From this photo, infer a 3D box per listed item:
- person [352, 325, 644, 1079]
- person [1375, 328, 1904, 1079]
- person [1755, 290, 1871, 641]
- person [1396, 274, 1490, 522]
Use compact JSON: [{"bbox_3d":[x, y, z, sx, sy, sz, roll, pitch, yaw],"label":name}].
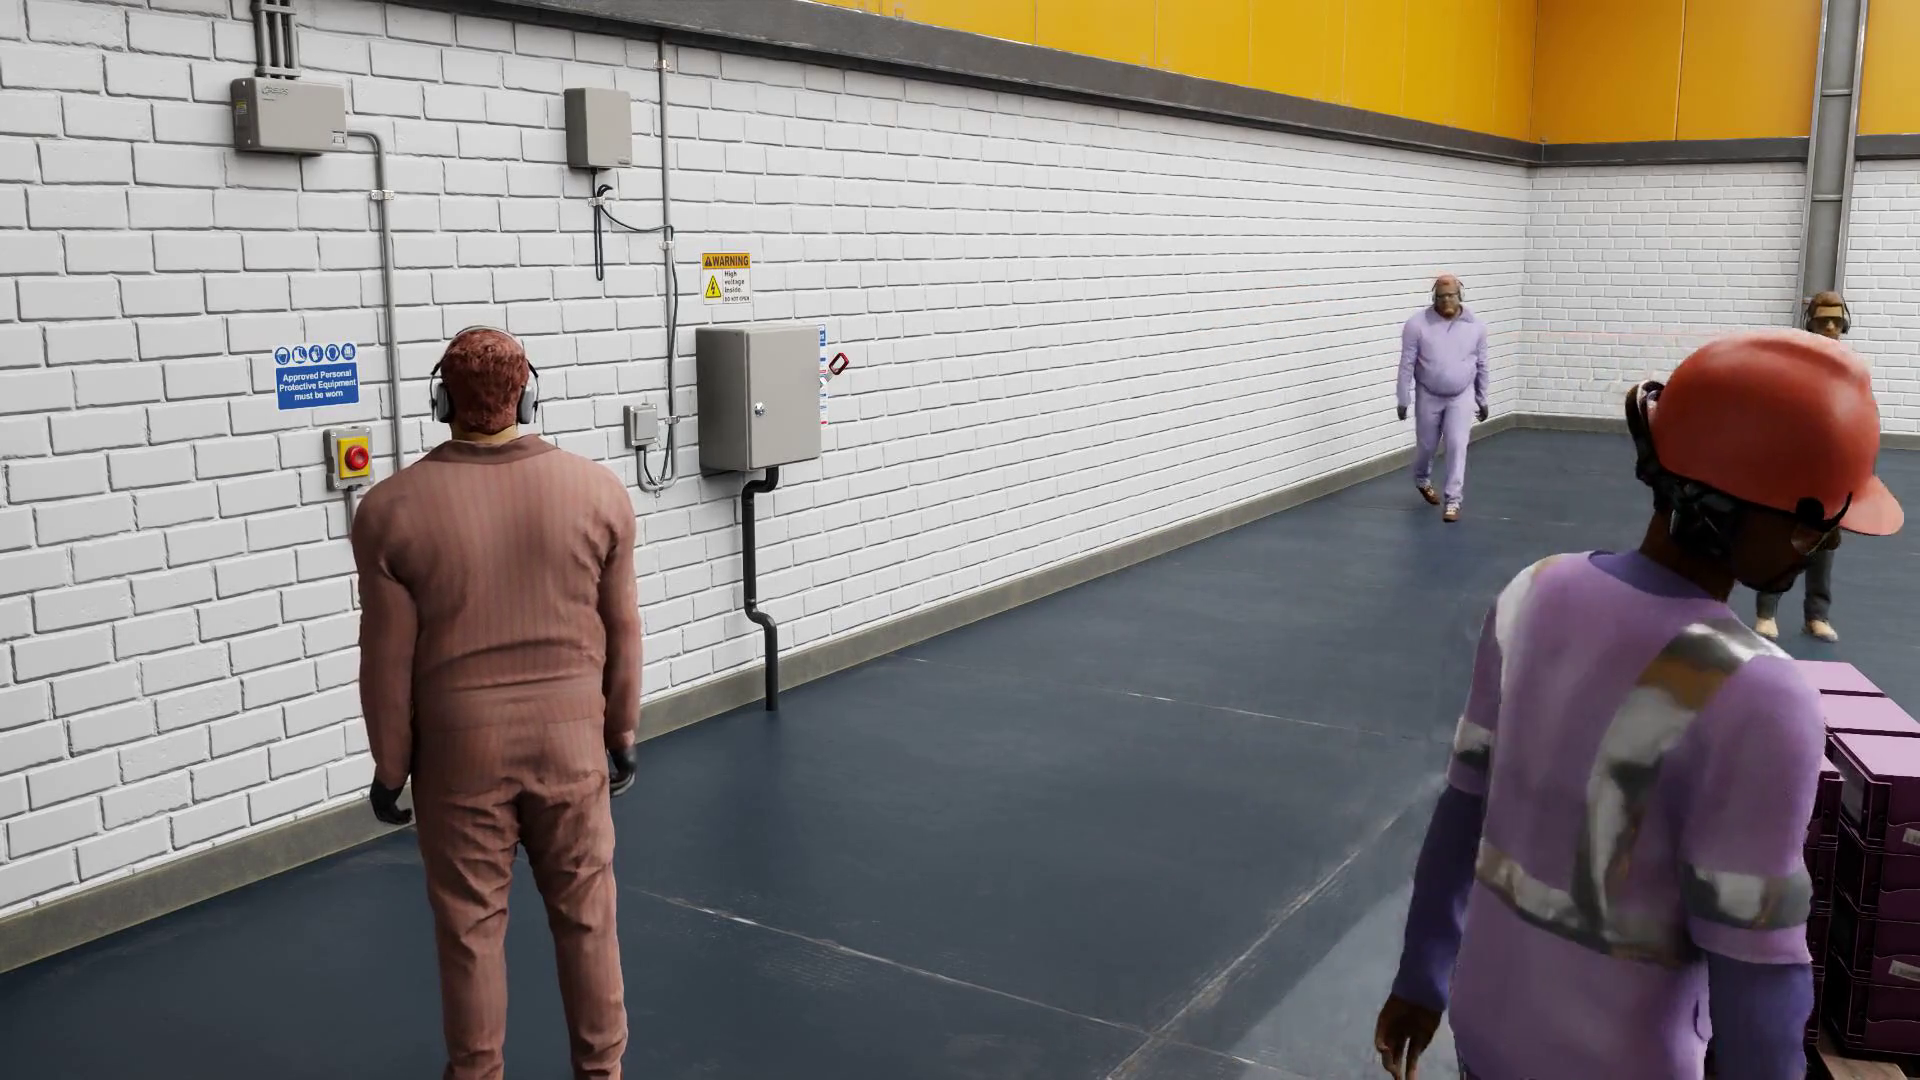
[{"bbox_3d":[-1.055,0.463,3.870,0.636,1.911,0.404,-5,11,-25],"label":"person"},{"bbox_3d":[0.884,0.705,2.285,0.553,1.993,0.634,-1,10,-8],"label":"person"},{"bbox_3d":[4.468,-0.383,8.734,0.515,1.844,0.323,1,10,8],"label":"person"},{"bbox_3d":[3.691,-1.109,12.741,0.694,1.862,0.896,2,10,10],"label":"person"}]
